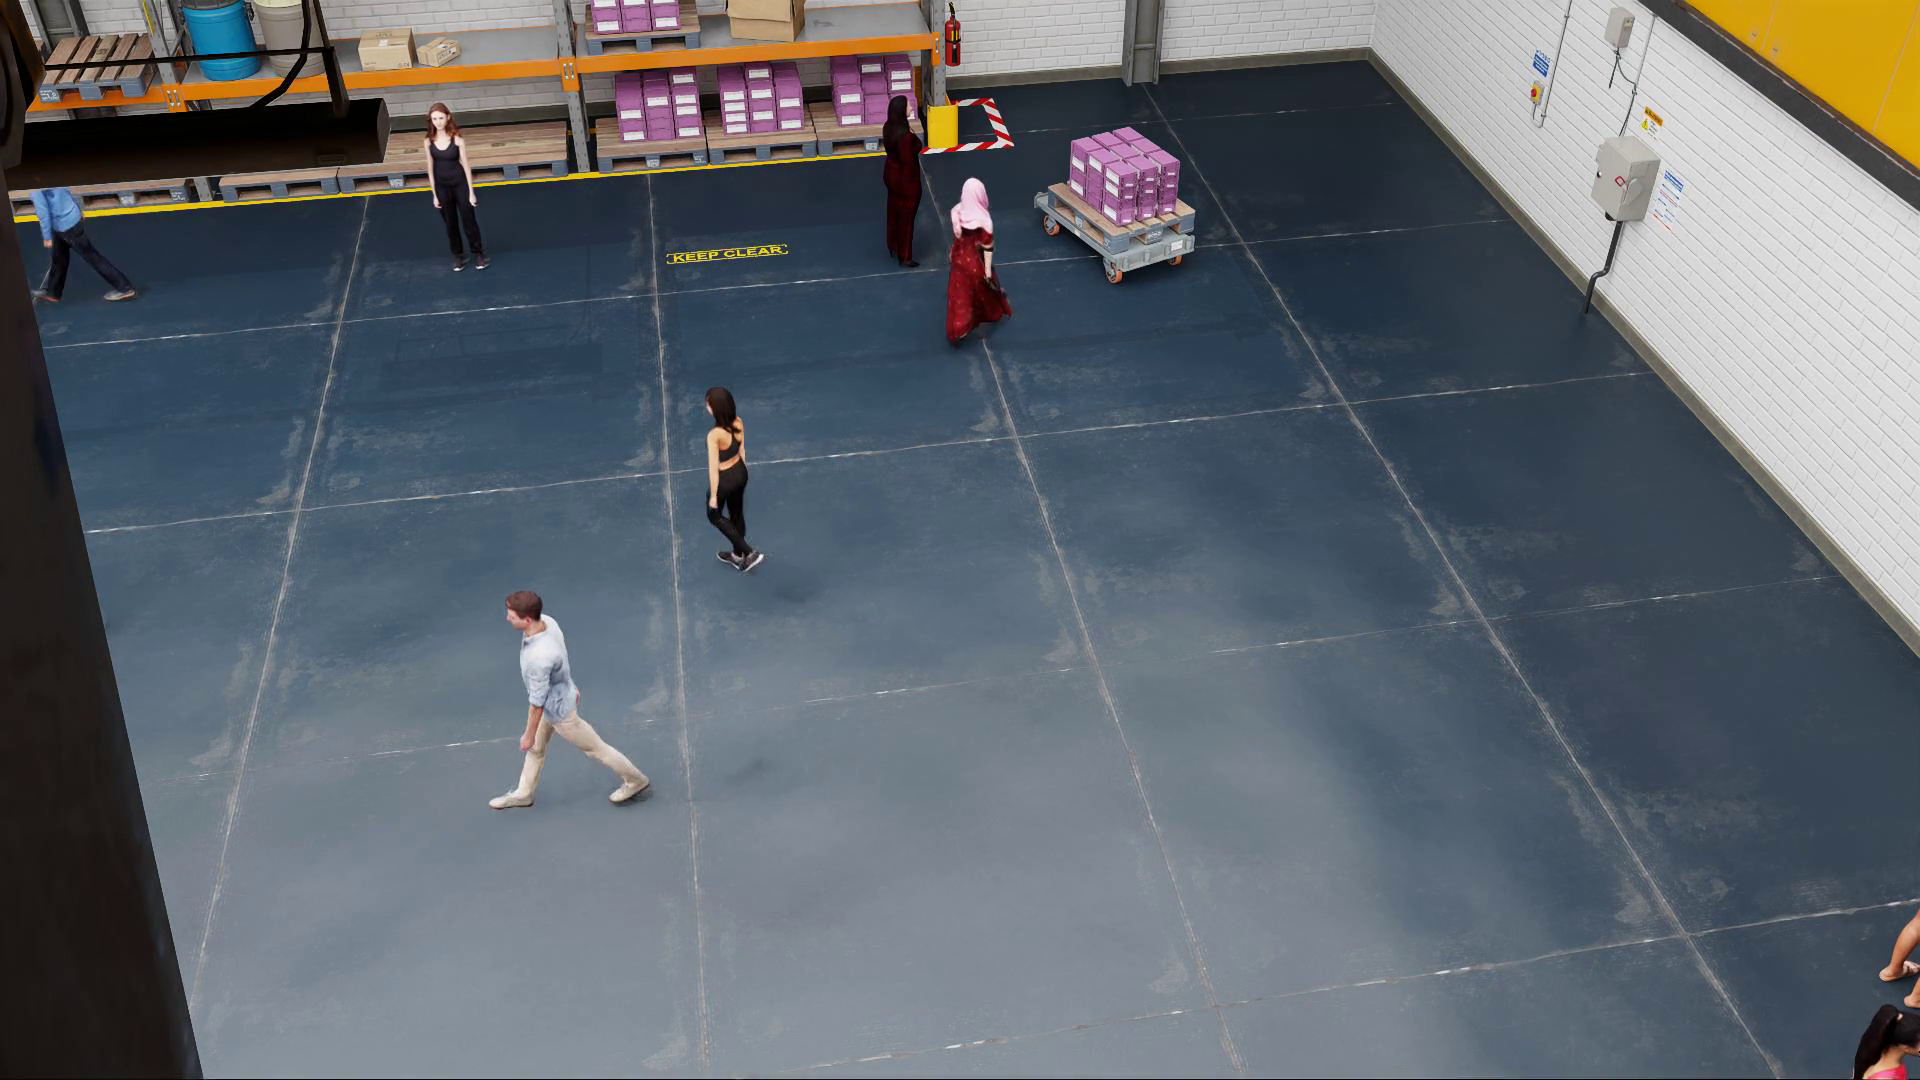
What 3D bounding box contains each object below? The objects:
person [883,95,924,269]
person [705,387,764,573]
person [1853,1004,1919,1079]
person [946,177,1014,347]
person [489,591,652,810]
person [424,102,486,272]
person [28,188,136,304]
[{"bbox_3d":[-0.581,-3.525,16.318,0.683,1.758,0.719,-16,41,-19],"label":"person"},{"bbox_3d":[-1.686,-0.410,12.512,0.840,1.638,0.778,22,44,25],"label":"person"},{"bbox_3d":[4.453,2.902,8.295,0.726,1.727,0.709,13,40,15],"label":"person"},{"bbox_3d":[0.062,-2.509,15.153,1.082,1.623,1.155,25,45,28],"label":"person"},{"bbox_3d":[-2.453,1.061,10.551,1.300,1.789,0.744,-11,40,-14],"label":"person"},{"bbox_3d":[-4.951,-3.453,16.238,0.467,1.745,0.632,-3,39,-4],"label":"person"},{"bbox_3d":[-8.342,-3.007,15.674,1.212,1.751,0.779,-10,40,-12],"label":"person"}]
